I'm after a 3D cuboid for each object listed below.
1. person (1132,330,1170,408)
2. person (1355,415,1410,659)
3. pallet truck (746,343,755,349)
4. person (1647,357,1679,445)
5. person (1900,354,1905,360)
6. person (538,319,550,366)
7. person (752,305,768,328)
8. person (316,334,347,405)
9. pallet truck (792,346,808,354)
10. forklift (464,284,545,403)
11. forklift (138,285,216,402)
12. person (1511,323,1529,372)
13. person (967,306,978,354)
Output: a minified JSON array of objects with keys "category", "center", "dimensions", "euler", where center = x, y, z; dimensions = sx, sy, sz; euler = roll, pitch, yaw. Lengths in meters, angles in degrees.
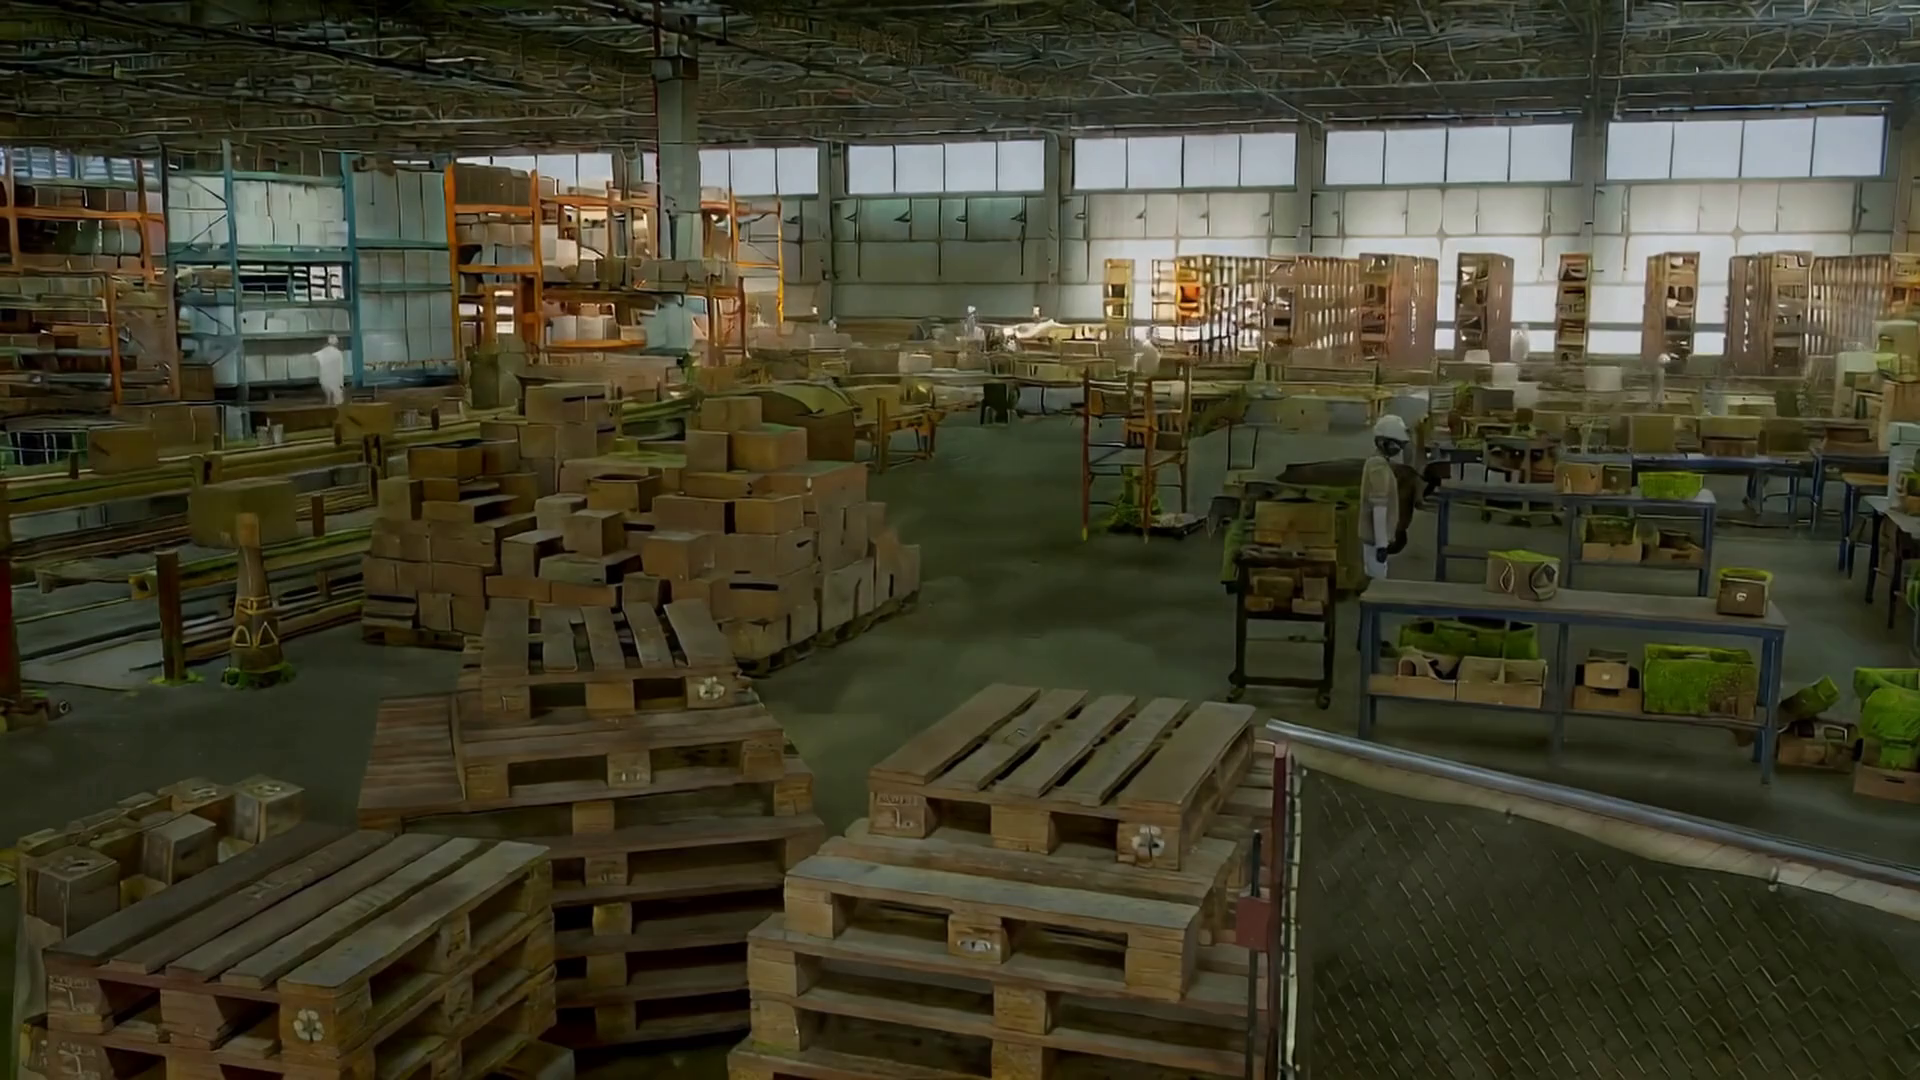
[{"category":"person","center":[4.382,-3.900,37.968],"dimensions":[0.835,1.802,0.596],"euler":[1,9,4]},{"category":"person","center":[3.360,-0.032,13.262],"dimensions":[0.375,1.931,0.542],"euler":[1,9,9]},{"category":"pallet truck","center":[-6.183,-4.618,44.264],"dimensions":[1.601,1.201,0.680],"euler":[-9,12,-43]},{"category":"person","center":[12.497,-2.480,29.736],"dimensions":[0.887,1.580,0.505],"euler":[1,9,9]},{"category":"person","center":[20.487,-3.642,36.480],"dimensions":[0.530,1.751,0.540],"euler":[6,11,35]},{"category":"person","center":[-12.277,-5.648,49.046],"dimensions":[0.316,1.766,0.533],"euler":[-5,10,-27]},{"category":"person","center":[-7.313,-7.638,61.028],"dimensions":[0.645,1.922,0.603],"euler":[3,9,18]},{"category":"person","center":[-12.301,-3.077,32.522],"dimensions":[0.660,1.888,0.640],"euler":[4,10,24]},{"category":"pallet truck","center":[-3.705,-4.298,42.022],"dimensions":[0.653,1.274,1.630],"euler":[3,10,20]},{"category":"forklift","center":[-10.832,-4.702,39.610],"dimensions":[1.129,2.768,1.873],"euler":[3,10,20]},{"category":"forklift","center":[-17.480,-4.200,36.461],"dimensions":[1.873,2.768,1.129],"euler":[3,10,19]},{"category":"person","center":[13.380,-4.231,39.728],"dimensions":[0.407,1.902,0.639],"euler":[0,9,0]},{"category":"person","center":[0.421,-6.636,54.427],"dimensions":[0.466,2.027,0.617],"euler":[1,9,6]}]
